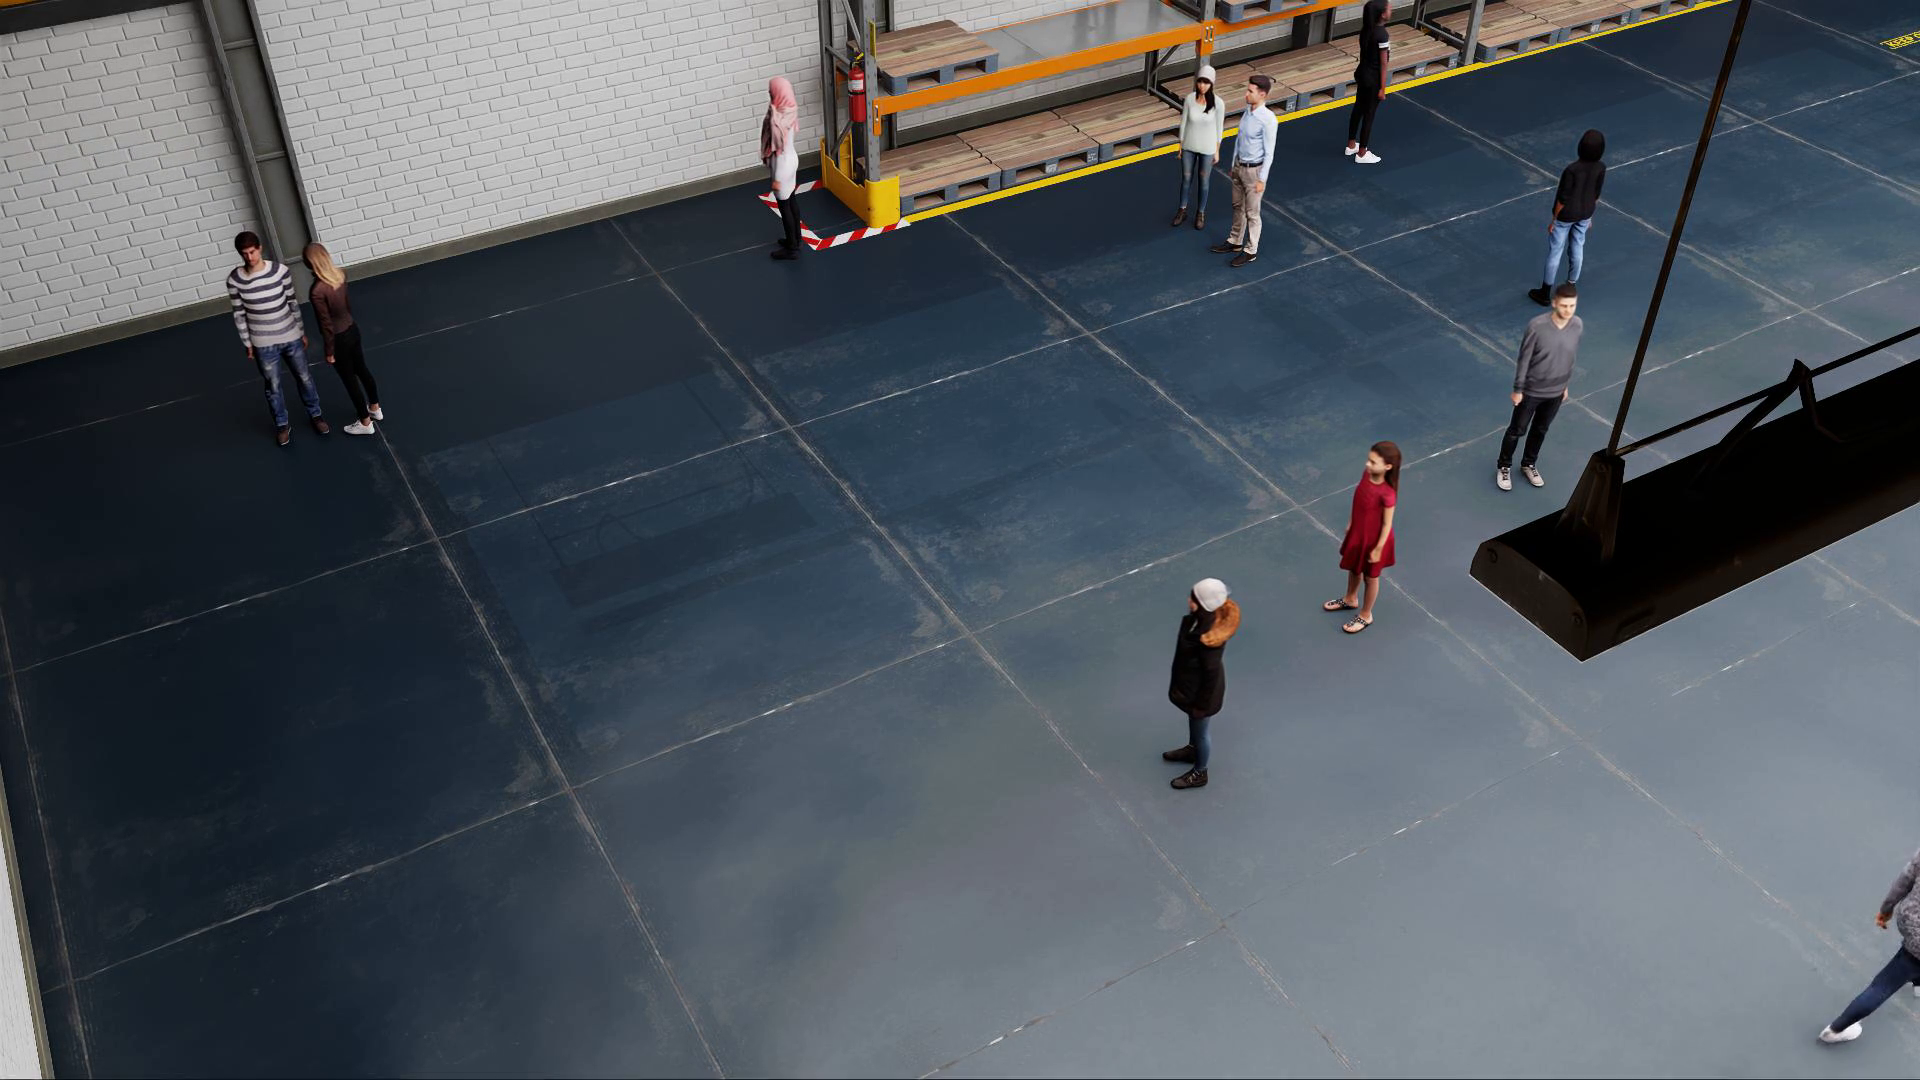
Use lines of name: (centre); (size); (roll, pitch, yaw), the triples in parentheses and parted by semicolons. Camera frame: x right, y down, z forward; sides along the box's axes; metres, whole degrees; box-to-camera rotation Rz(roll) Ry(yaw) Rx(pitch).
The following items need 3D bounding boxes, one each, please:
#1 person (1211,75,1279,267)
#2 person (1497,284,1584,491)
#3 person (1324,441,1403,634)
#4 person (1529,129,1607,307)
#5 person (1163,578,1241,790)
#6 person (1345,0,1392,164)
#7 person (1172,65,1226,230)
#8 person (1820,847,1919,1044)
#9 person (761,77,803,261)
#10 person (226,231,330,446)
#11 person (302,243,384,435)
person: (2.728, -3.489, 15.656); (0.596, 1.846, 0.656); (-17, 42, -20)
person: (4.498, -1.190, 12.847); (0.593, 1.760, 0.748); (-5, 39, -7)
person: (2.859, -0.050, 11.586); (0.642, 1.553, 0.587); (-13, 40, -16)
person: (5.544, -2.916, 15.055); (0.571, 1.702, 0.694); (-7, 39, -9)
person: (1.493, 0.884, 10.351); (0.751, 1.634, 0.729); (-1, 39, -1)
person: (4.299, -4.816, 17.412); (0.645, 1.729, 0.657); (-12, 40, -14)
person: (2.338, -3.841, 16.259); (0.635, 1.644, 0.681); (12, 40, 15)
person: (5.015, 2.103, 8.788); (1.212, 1.680, 0.804); (-12, 40, -14)
person: (-1.660, -3.517, 15.725); (0.790, 1.804, 0.735); (8, 39, 10)
person: (-5.497, -1.645, 13.341); (0.475, 1.854, 0.715); (-17, 42, -20)
person: (-4.995, -1.629, 13.442); (0.709, 1.703, 0.674); (6, 39, 7)
